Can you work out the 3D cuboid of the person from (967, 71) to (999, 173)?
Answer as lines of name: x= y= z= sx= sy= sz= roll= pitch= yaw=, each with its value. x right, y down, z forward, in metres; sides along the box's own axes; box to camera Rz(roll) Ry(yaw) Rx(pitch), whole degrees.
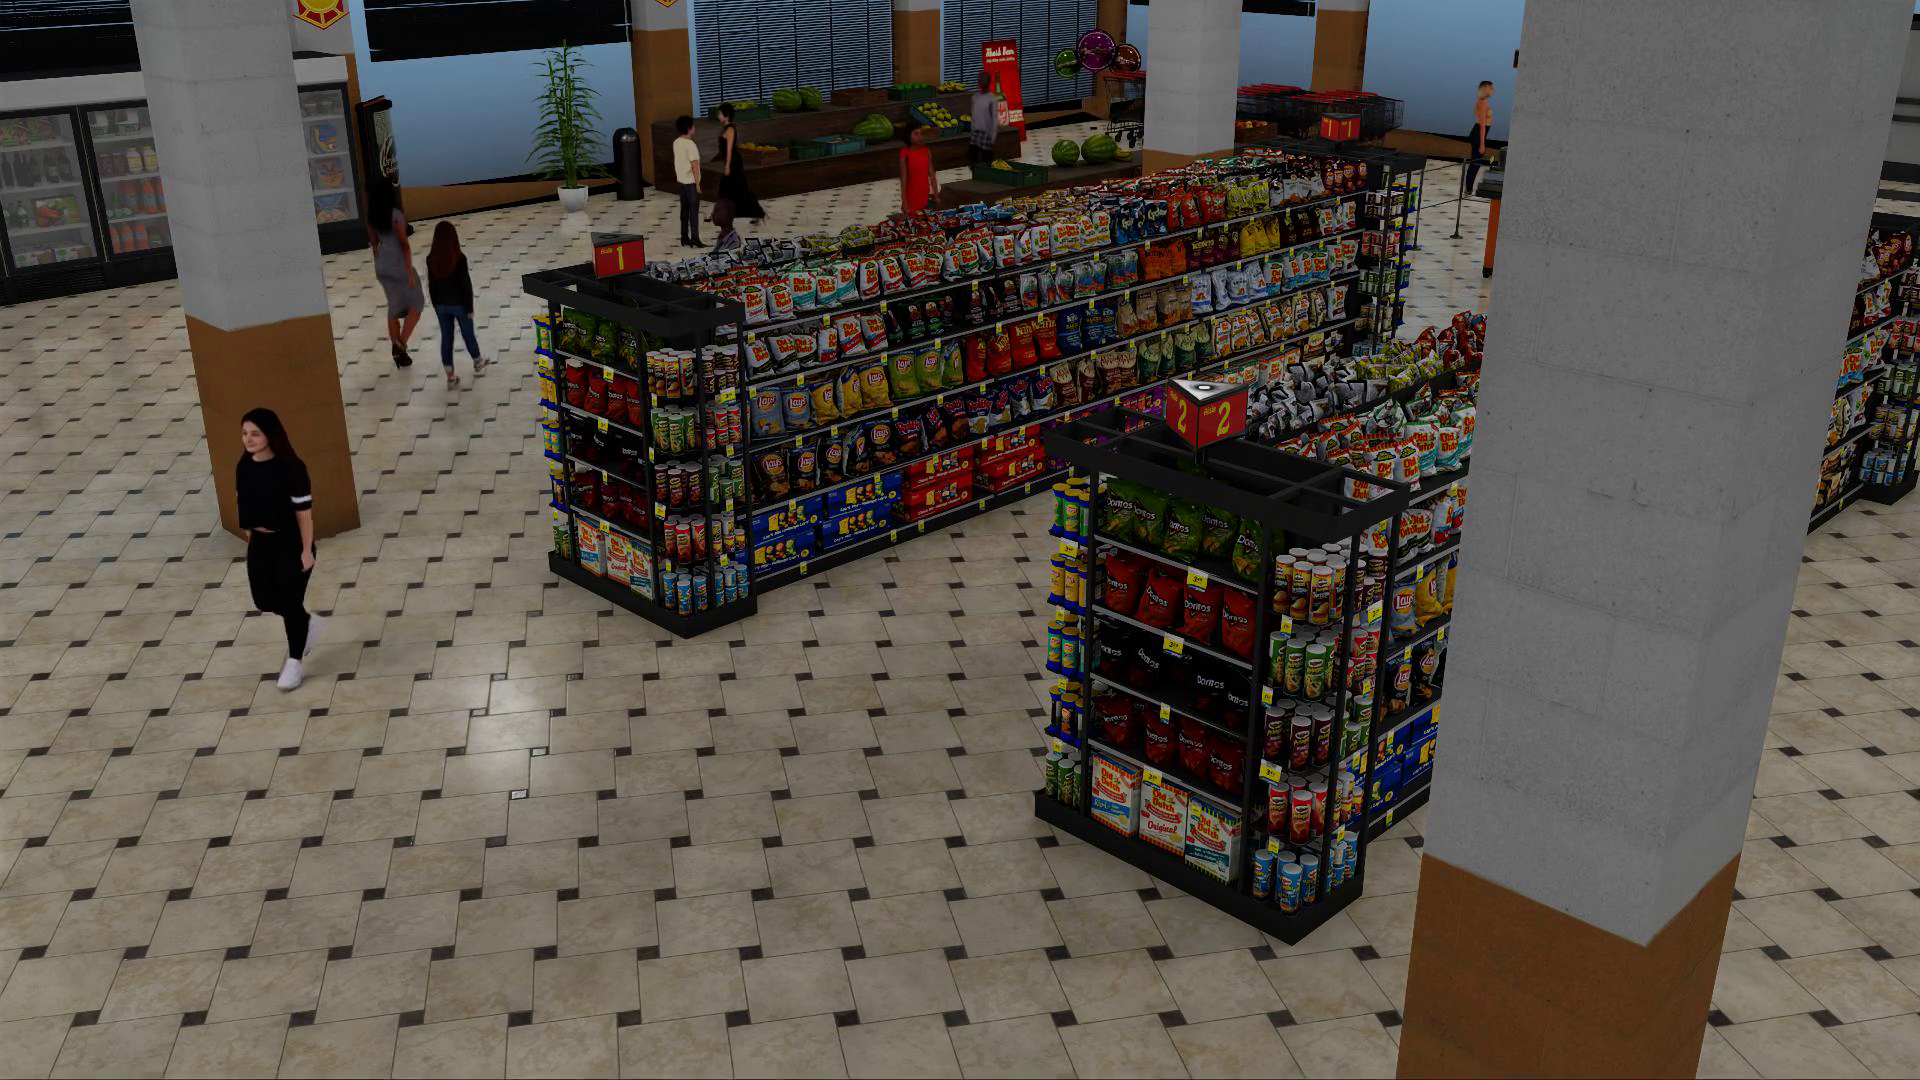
person: x=0.391 y=-5.668 z=23.335 sx=0.662 sy=1.767 sz=0.619 roll=16 pitch=27 yaw=35

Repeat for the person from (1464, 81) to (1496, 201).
person: x=7.322 y=-5.645 z=23.466 sx=0.709 sy=1.627 sz=0.597 roll=6 pitch=23 yaw=14

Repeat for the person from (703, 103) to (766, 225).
person: x=-2.846 y=-4.816 z=21.500 sx=1.119 sy=1.555 sz=0.979 roll=-3 pitch=22 yaw=-8

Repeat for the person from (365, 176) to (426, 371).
person: x=-5.231 y=-2.413 z=15.232 sx=0.747 sy=1.770 sz=0.789 roll=7 pitch=23 yaw=18

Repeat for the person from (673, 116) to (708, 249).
person: x=-3.327 y=-4.390 z=20.396 sx=0.471 sy=1.588 sz=0.598 roll=-19 pitch=29 yaw=-39

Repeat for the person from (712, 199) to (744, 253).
person: x=-1.958 y=-2.013 z=14.201 sx=0.632 sy=1.796 sz=0.680 roll=-11 pitch=24 yaw=-25

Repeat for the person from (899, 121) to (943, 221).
person: x=-0.548 y=-3.882 z=18.979 sx=1.005 sy=1.702 sz=0.647 roll=-19 pitch=29 yaw=-40

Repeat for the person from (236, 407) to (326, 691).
person: x=-3.782 y=0.017 z=9.373 sx=0.810 sy=1.629 sz=0.893 roll=4 pitch=22 yaw=10

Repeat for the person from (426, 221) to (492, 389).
person: x=-4.548 y=-2.069 z=14.805 sx=0.916 sy=1.451 sz=1.001 roll=2 pitch=22 yaw=5
